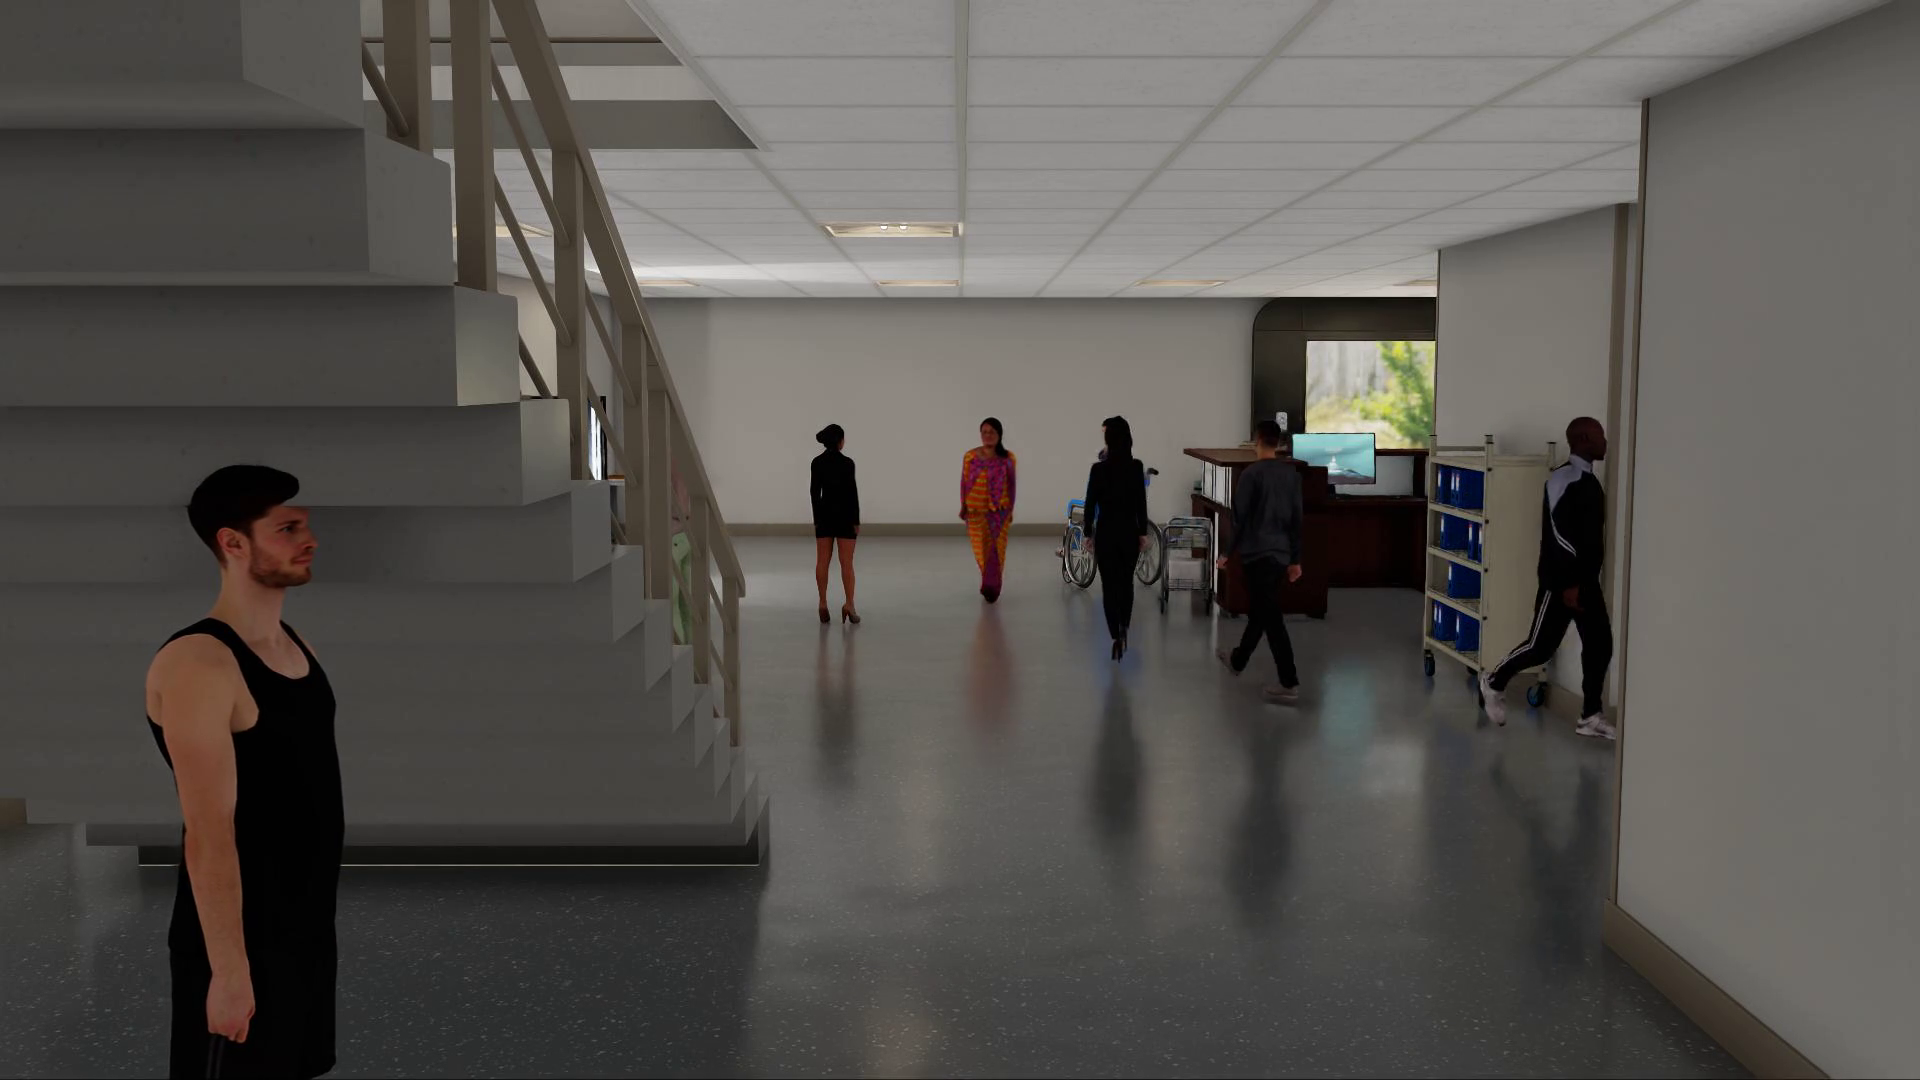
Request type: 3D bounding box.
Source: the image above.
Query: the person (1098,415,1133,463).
[{"bbox_3d":[1.644,-0.463,17.047,0.735,1.615,0.591,-1,6,-9],"label":"person"}]

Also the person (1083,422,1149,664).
[{"bbox_3d":[1.135,0.026,11.766,0.625,1.698,0.621,-1,6,-6],"label":"person"}]

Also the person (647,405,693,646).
[{"bbox_3d":[-1.867,0.048,10.692,0.799,1.869,0.611,1,6,14],"label":"person"}]

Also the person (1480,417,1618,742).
[{"bbox_3d":[3.347,0.218,9.399,1.109,1.790,1.251,-4,7,-34],"label":"person"}]

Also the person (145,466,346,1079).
[{"bbox_3d":[-1.417,0.776,3.357,0.762,1.889,0.506,0,6,-4],"label":"person"}]

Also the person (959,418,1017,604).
[{"bbox_3d":[0.261,-0.276,15.055,0.818,1.641,1.233,1,6,12],"label":"person"}]

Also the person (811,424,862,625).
[{"bbox_3d":[-1.015,-0.132,13.634,0.655,1.640,0.714,2,6,19],"label":"person"}]

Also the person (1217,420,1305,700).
[{"bbox_3d":[1.974,0.152,10.422,1.000,1.717,1.210,-3,7,-31],"label":"person"}]
